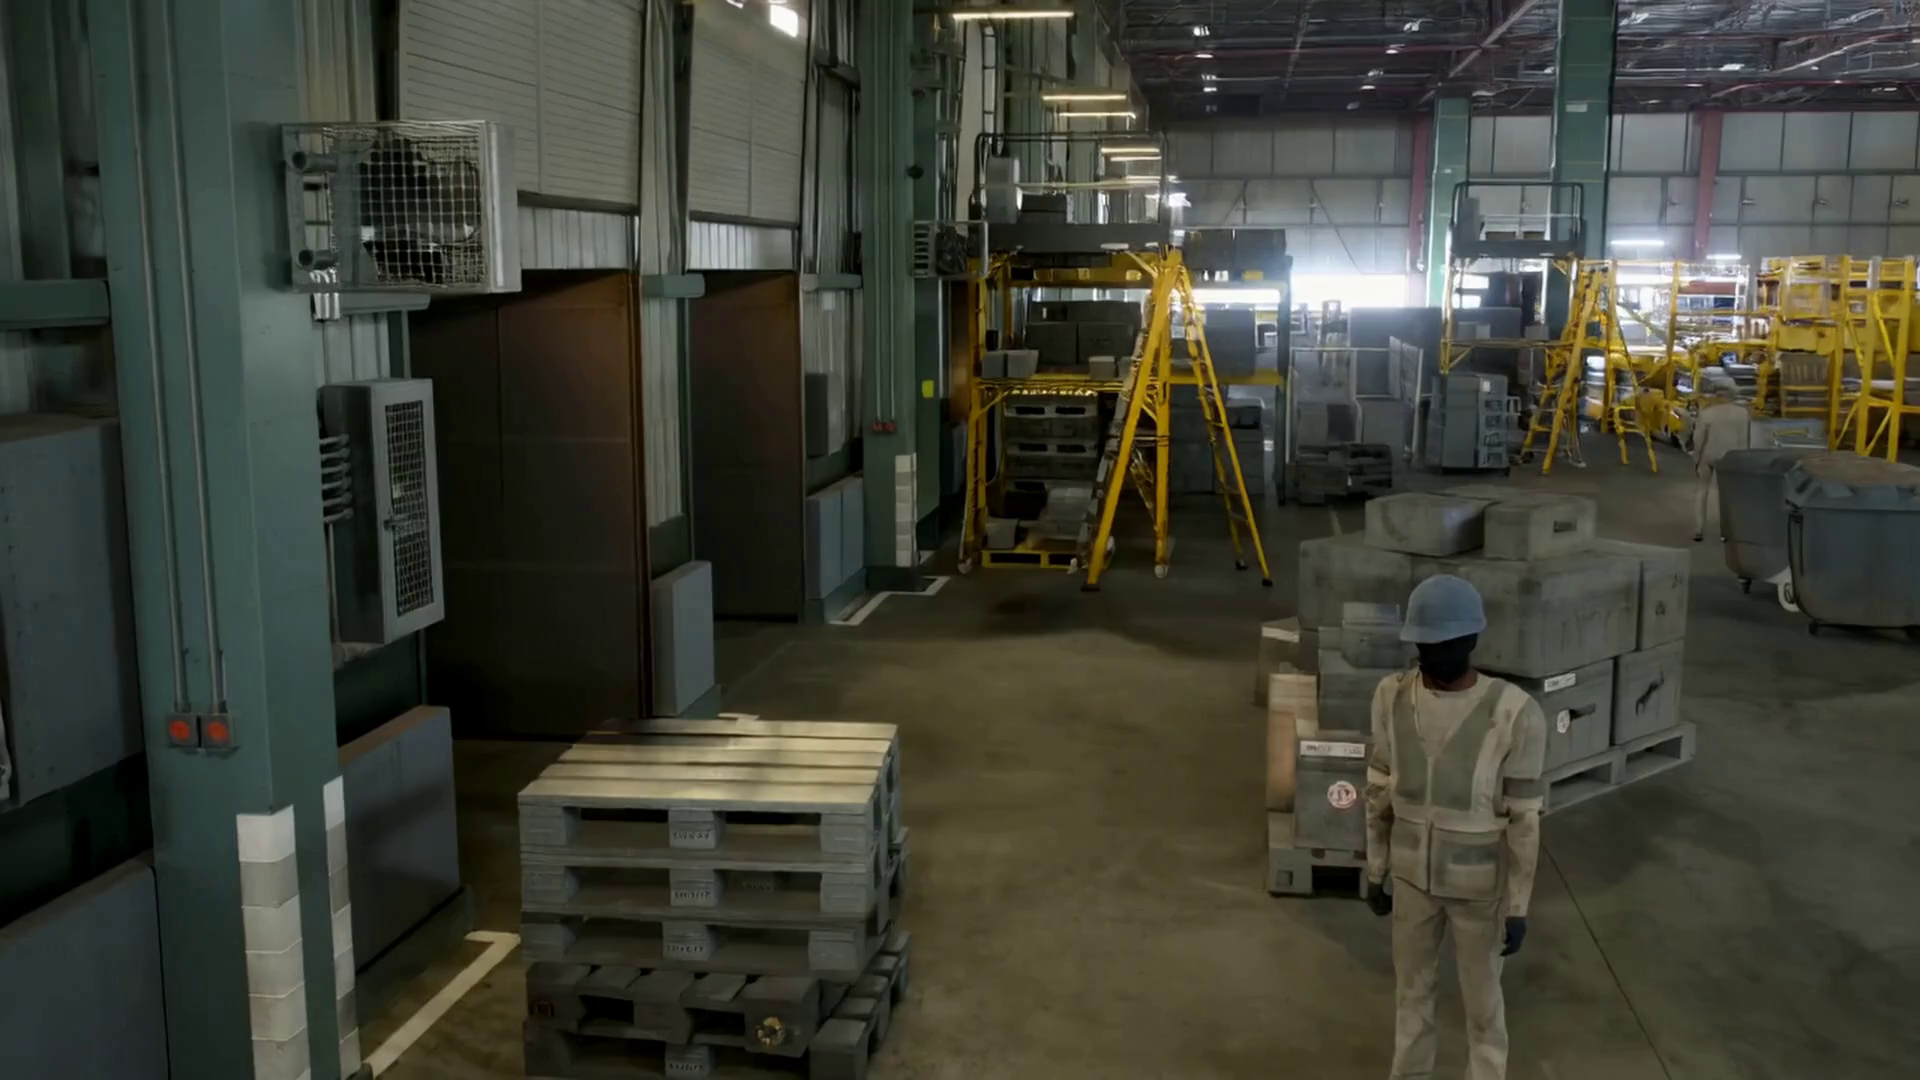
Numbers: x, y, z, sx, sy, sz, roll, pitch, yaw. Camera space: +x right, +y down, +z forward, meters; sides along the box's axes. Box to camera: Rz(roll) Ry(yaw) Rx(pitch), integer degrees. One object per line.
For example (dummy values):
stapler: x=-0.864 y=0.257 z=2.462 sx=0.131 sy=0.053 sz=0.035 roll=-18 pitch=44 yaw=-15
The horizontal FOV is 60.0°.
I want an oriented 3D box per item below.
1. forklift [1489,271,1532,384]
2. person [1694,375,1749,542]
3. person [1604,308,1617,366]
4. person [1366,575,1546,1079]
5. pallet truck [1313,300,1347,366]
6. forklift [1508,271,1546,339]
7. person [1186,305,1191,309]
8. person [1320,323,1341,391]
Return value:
forklift: x=13.422 y=-5.322 z=41.591 sx=1.873 sy=2.768 sz=1.129 roll=1 pitch=9 yaw=9
person: x=7.945 y=-0.830 z=17.372 sx=0.538 sy=1.762 sz=0.375 roll=7 pitch=12 yaw=37
person: x=17.488 y=-5.352 z=44.748 sx=0.637 sy=1.917 sz=0.723 roll=5 pitch=11 yaw=30
person: x=1.524 y=1.052 z=5.246 sx=0.586 sy=1.919 sz=0.398 roll=9 pitch=13 yaw=43
pallet truck: x=11.159 y=-6.200 z=49.718 sx=0.823 sy=1.965 sz=1.885 roll=4 pitch=10 yaw=26
forklift: x=15.391 y=-5.969 z=45.581 sx=1.873 sy=2.768 sz=1.129 roll=-3 pitch=10 yaw=-17
person: x=6.116 y=-5.310 z=44.460 sx=0.392 sy=1.928 sz=0.543 roll=4 pitch=10 yaw=26
person: x=8.864 y=-4.374 z=39.700 sx=0.533 sy=1.602 sz=0.851 roll=6 pitch=11 yaw=33
